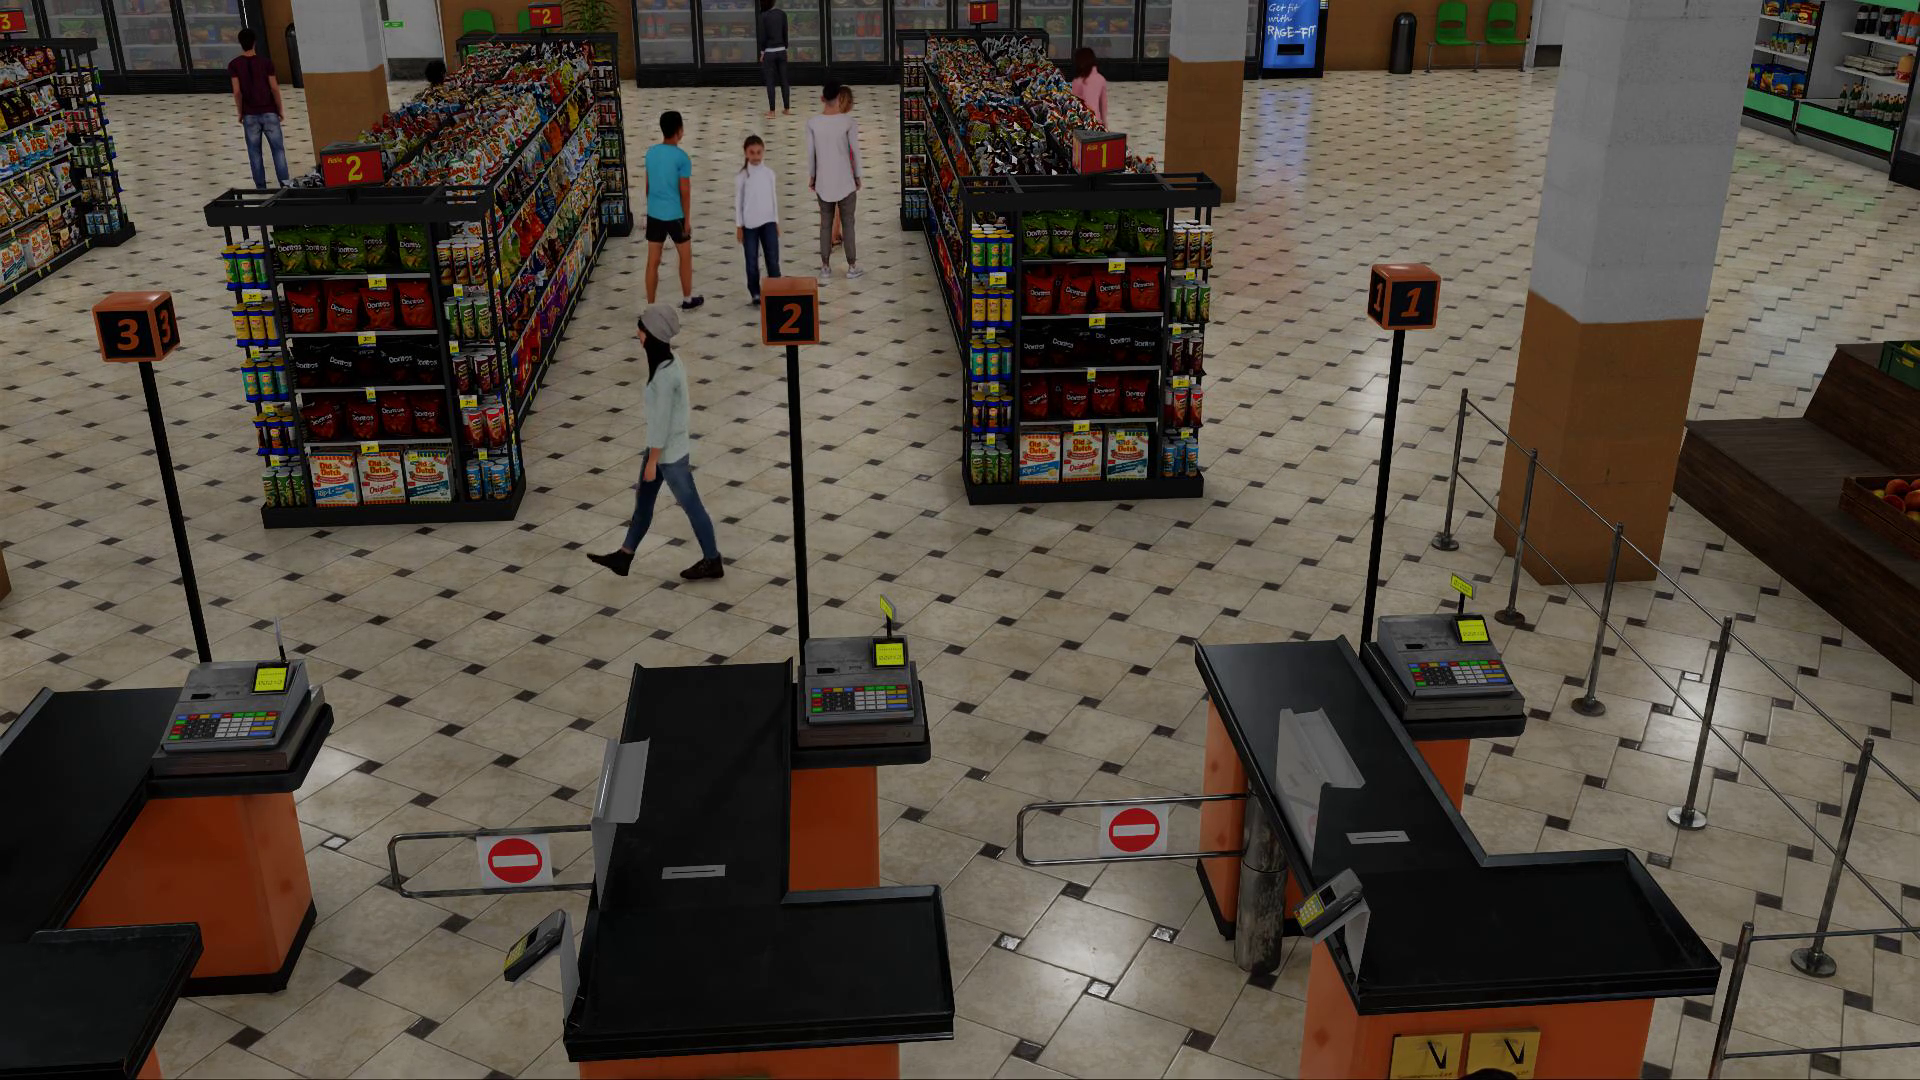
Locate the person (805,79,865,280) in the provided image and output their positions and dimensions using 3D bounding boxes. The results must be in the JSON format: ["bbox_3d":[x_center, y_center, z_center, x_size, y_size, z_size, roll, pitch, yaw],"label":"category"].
[{"bbox_3d":[-1.165,-3.373,15.563,0.717,1.838,0.639,3,24,7],"label":"person"}]

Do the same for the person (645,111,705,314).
[{"bbox_3d":[-2.543,-2.732,14.231,0.832,1.731,0.979,7,25,16],"label":"person"}]

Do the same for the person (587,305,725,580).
[{"bbox_3d":[-1.541,-0.504,9.280,0.709,1.618,0.948,-4,24,-10],"label":"person"}]

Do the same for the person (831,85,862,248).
[{"bbox_3d":[-1.229,-3.740,16.748,0.819,1.559,0.587,0,24,0],"label":"person"}]

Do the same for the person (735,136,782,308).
[{"bbox_3d":[-1.777,-2.753,14.542,0.672,1.520,1.050,-6,24,-14],"label":"person"}]

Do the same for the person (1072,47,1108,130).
[{"bbox_3d":[1.399,-4.336,17.867,0.936,1.755,1.184,-14,27,-29],"label":"person"}]

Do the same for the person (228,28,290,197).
[{"bbox_3d":[-8.003,-4.890,19.008,0.704,1.855,0.633,-7,25,-16],"label":"person"}]

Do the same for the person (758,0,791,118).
[{"bbox_3d":[-2.674,-7.040,24.025,0.683,1.771,0.673,-14,27,-29],"label":"person"}]
